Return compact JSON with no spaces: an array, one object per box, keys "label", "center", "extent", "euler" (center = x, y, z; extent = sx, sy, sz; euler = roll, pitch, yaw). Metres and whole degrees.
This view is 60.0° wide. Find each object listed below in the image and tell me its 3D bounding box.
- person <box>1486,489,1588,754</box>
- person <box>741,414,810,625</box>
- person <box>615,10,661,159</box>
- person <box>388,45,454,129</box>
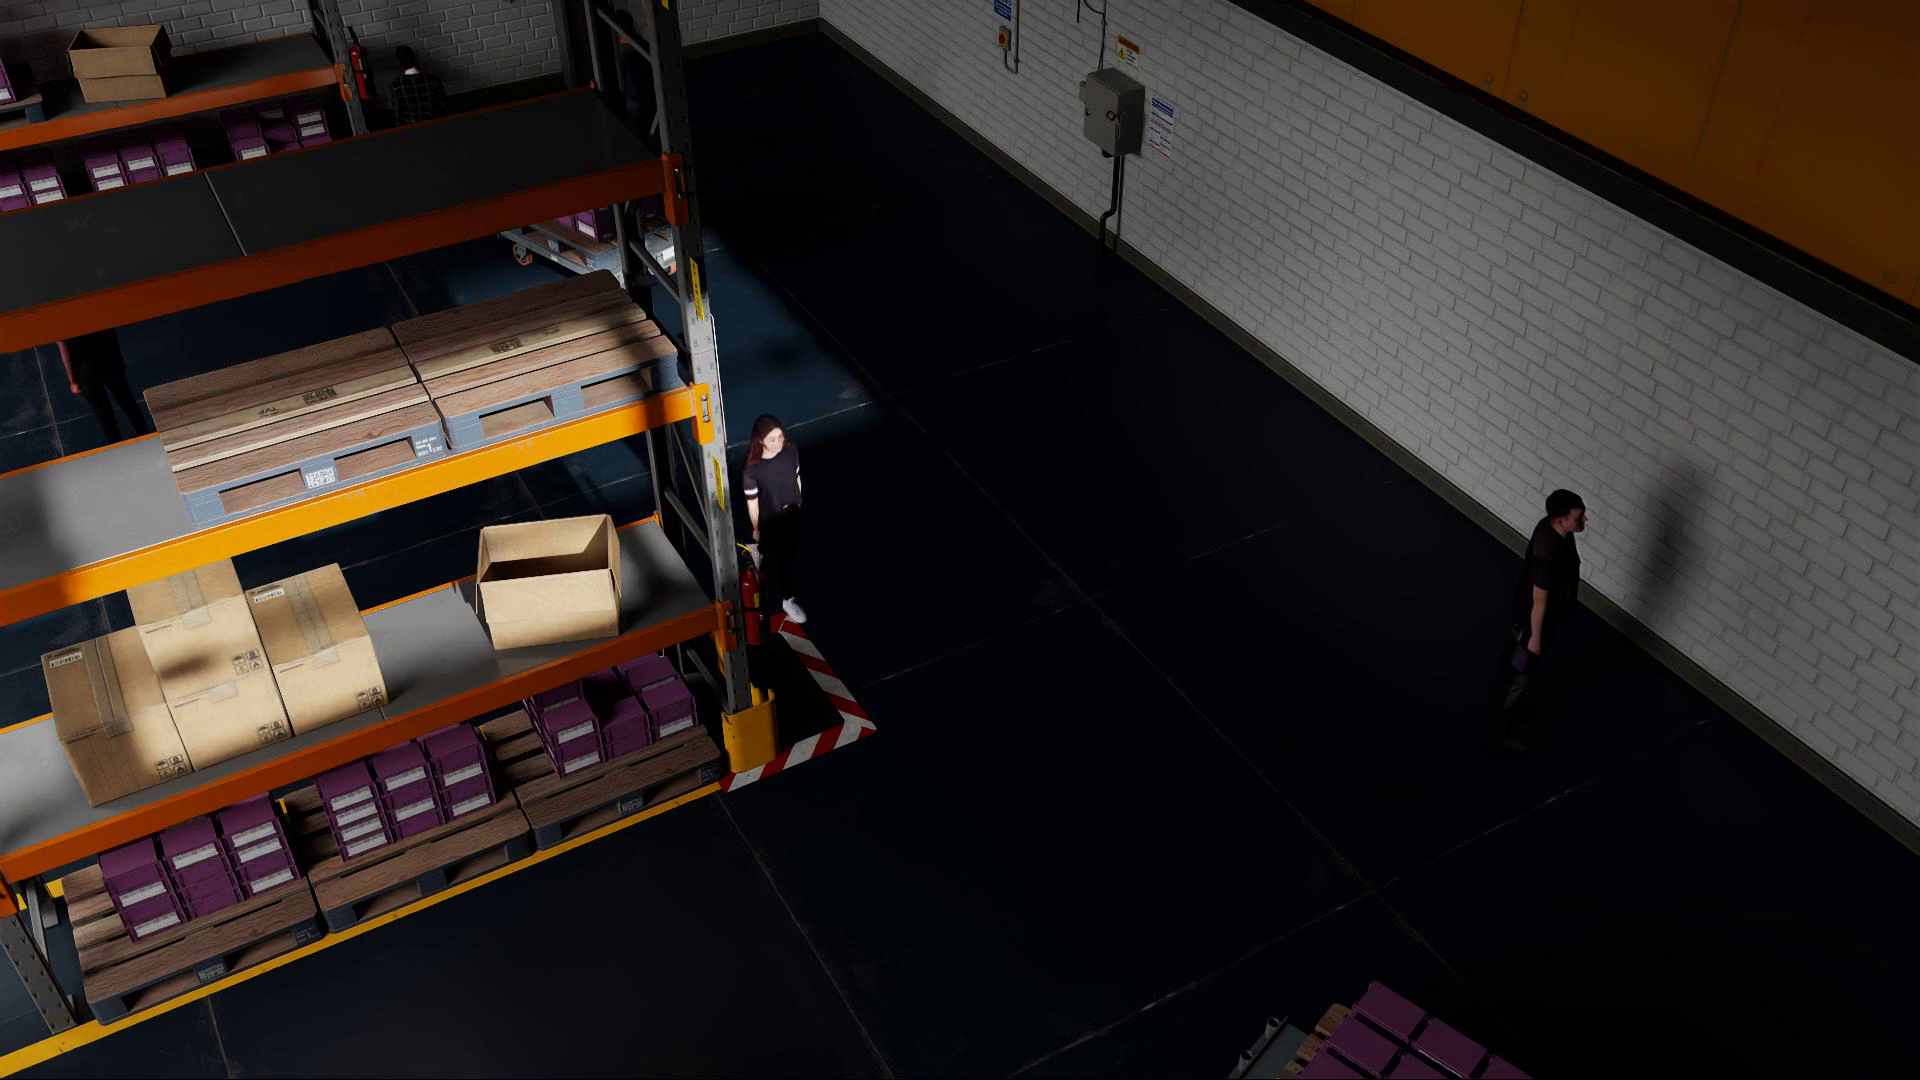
[{"label":"person","center":[3.511,0.454,10.136],"extent":[0.863,1.845,0.758],"euler":[16,41,19]},{"label":"person","center":[-1.283,-0.190,11.121],"extent":[0.896,1.622,0.787],"euler":[-31,48,-33]},{"label":"person","center":[-3.044,-4.164,15.955],"extent":[0.820,1.799,0.688],"euler":[31,48,33]},{"label":"person","center":[-4.934,-3.689,15.347],"extent":[0.642,1.816,0.834],"euler":[-4,39,-5]}]
